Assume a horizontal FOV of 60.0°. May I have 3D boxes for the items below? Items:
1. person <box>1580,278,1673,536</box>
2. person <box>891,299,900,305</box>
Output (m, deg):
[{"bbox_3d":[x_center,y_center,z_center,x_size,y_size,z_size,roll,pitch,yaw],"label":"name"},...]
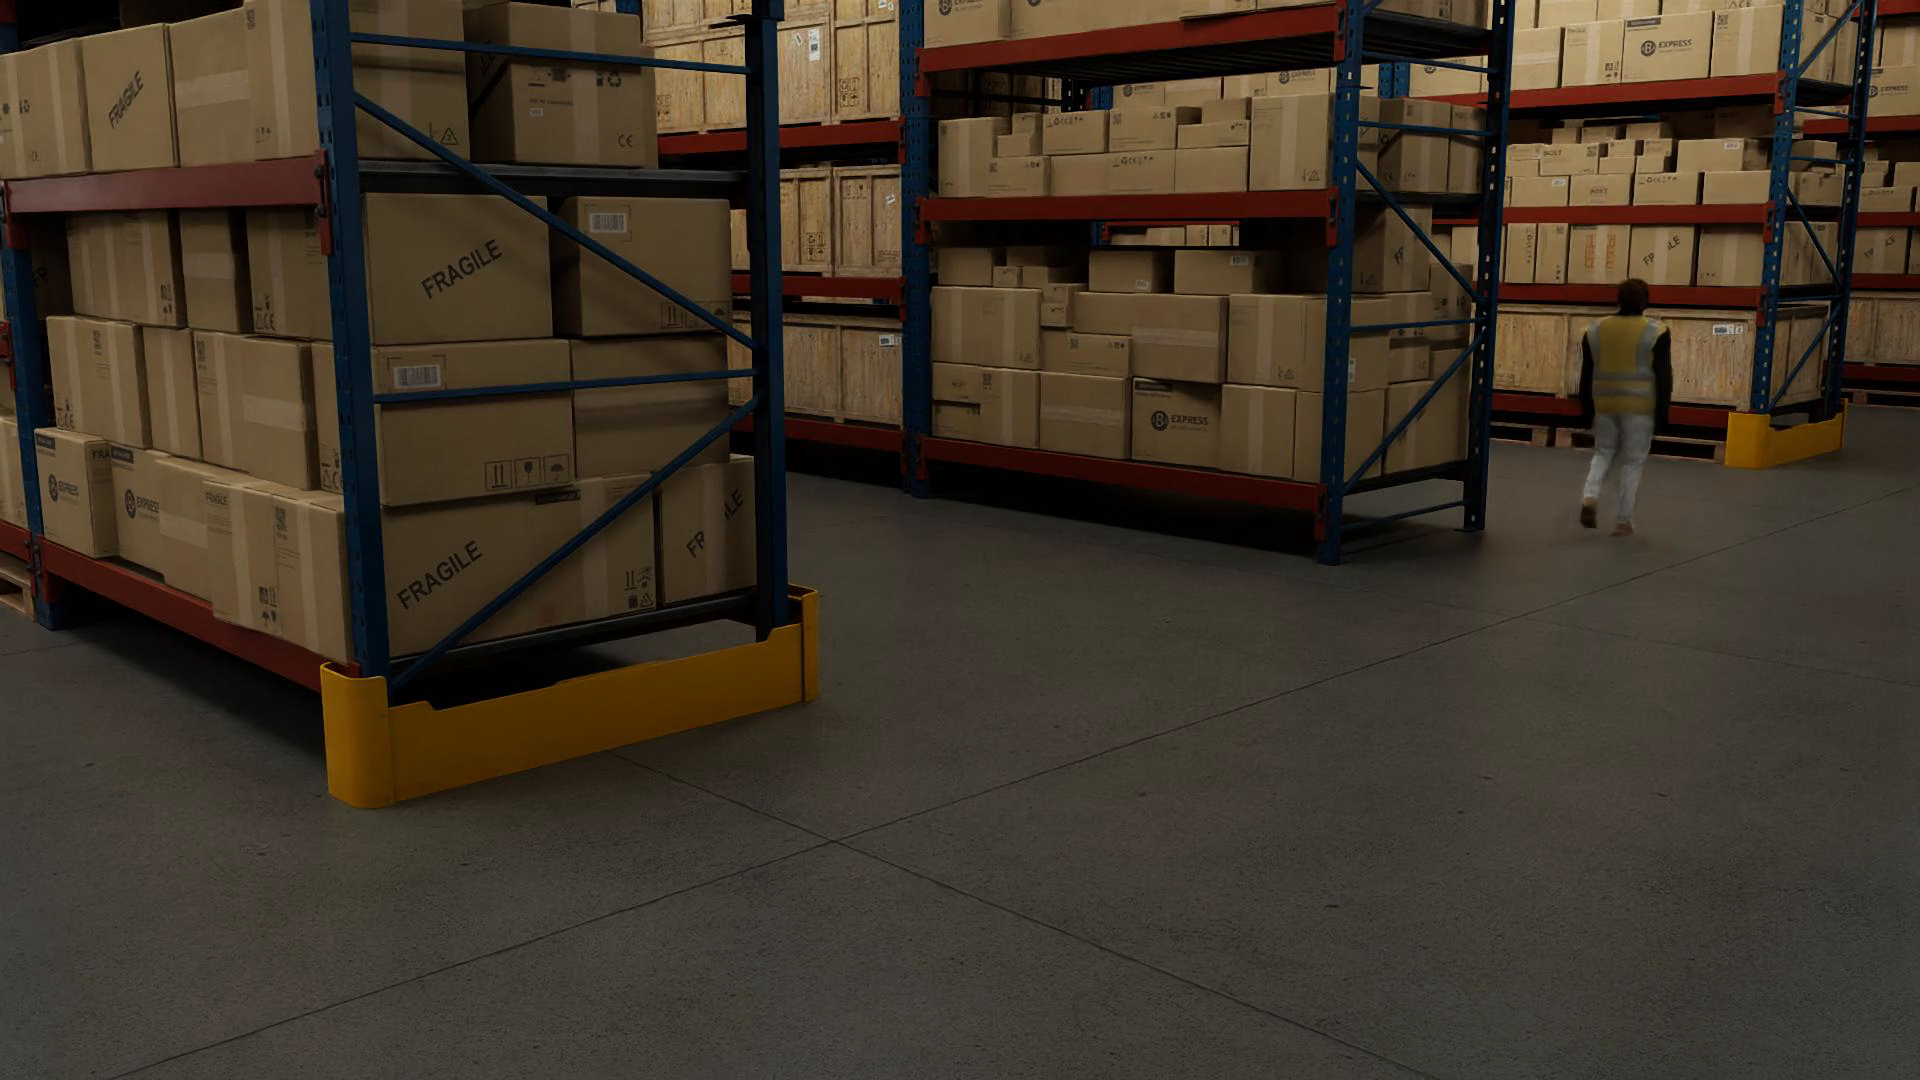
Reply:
[{"bbox_3d":[4.716,-0.933,11.794,0.622,1.833,0.468,10,14,44],"label":"person"},{"bbox_3d":[-0.800,-2.770,21.469,0.996,1.948,0.652,8,13,37],"label":"person"}]
